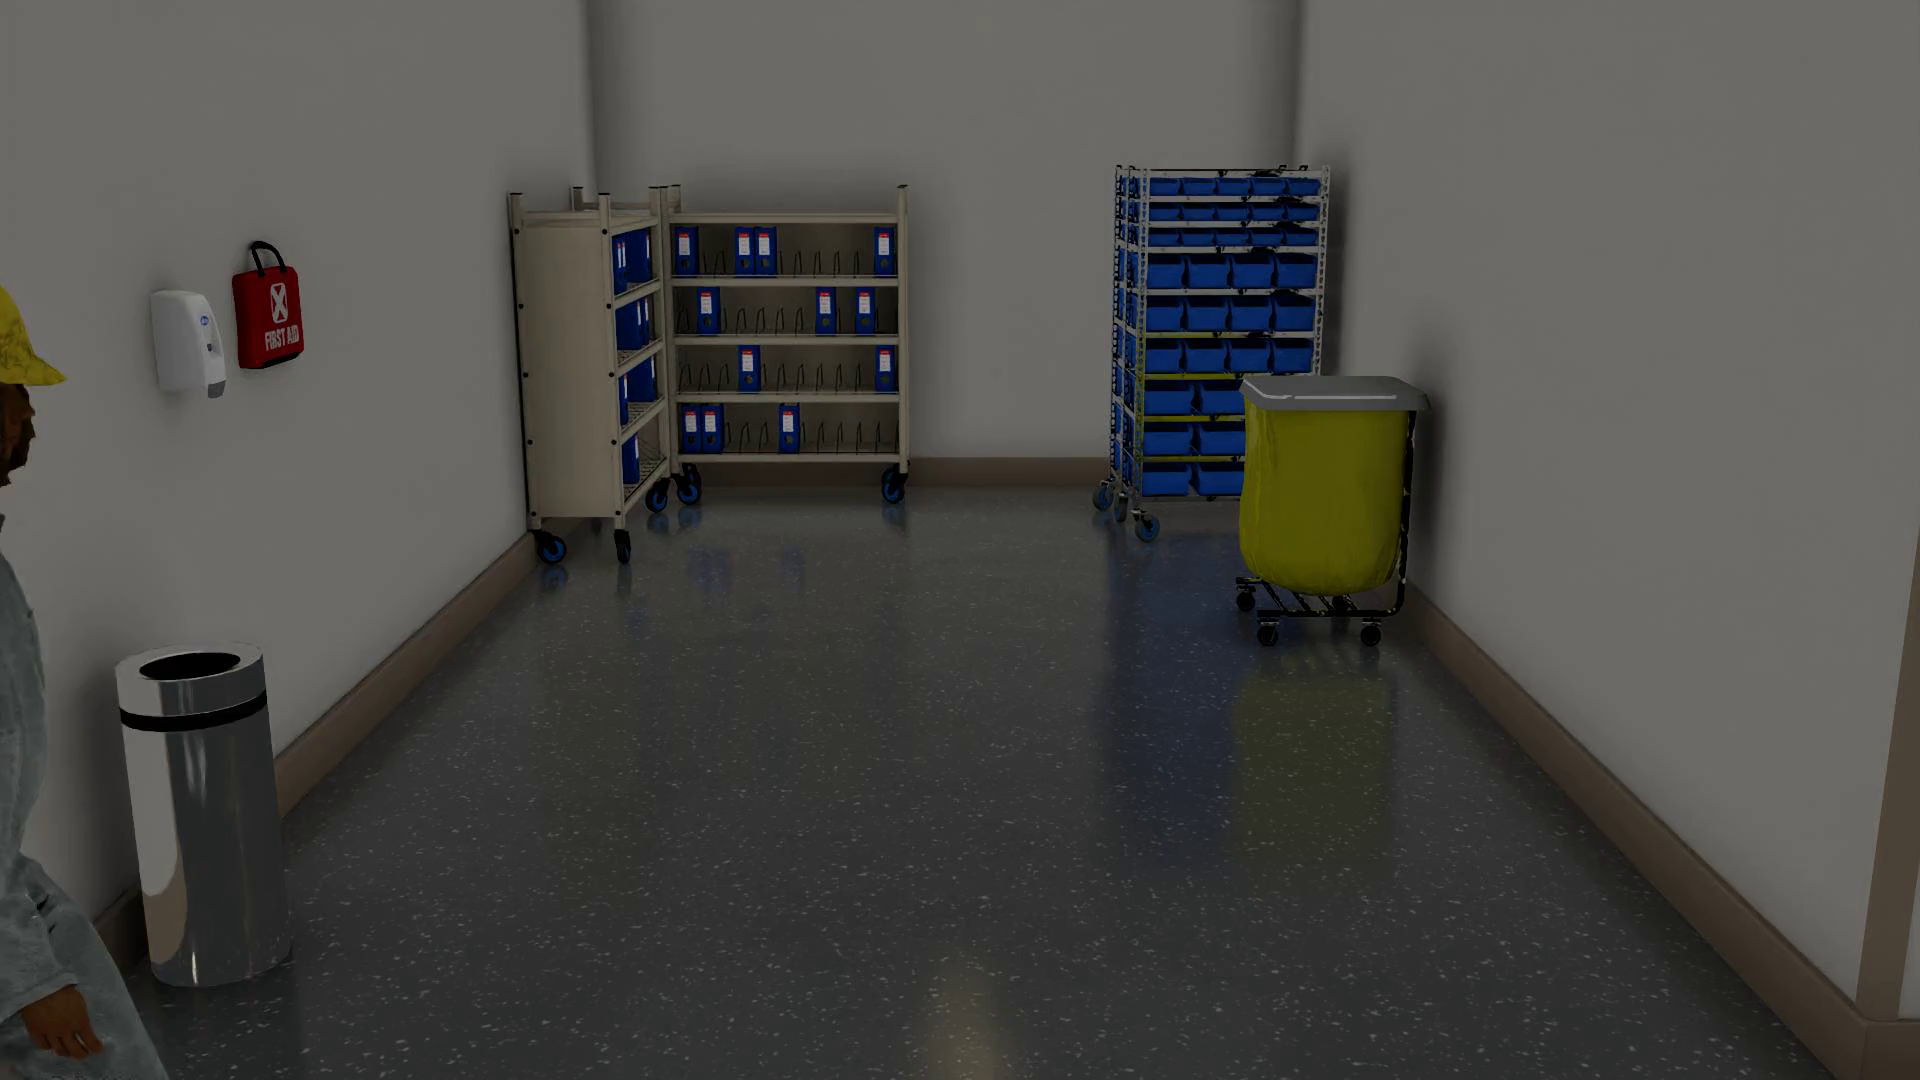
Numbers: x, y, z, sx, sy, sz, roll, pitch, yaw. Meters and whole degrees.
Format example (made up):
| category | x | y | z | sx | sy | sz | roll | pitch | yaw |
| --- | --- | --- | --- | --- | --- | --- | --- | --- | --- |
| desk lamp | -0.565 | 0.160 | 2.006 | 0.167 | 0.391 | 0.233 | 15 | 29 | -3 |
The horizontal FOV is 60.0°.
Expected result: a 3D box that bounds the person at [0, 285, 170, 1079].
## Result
| category | x | y | z | sx | sy | sz | roll | pitch | yaw |
| --- | --- | --- | --- | --- | --- | --- | --- | --- | --- |
| person | -1.214 | 0.498 | 2.196 | 0.870 | 1.702 | 0.491 | -3 | 13 | -12 |
